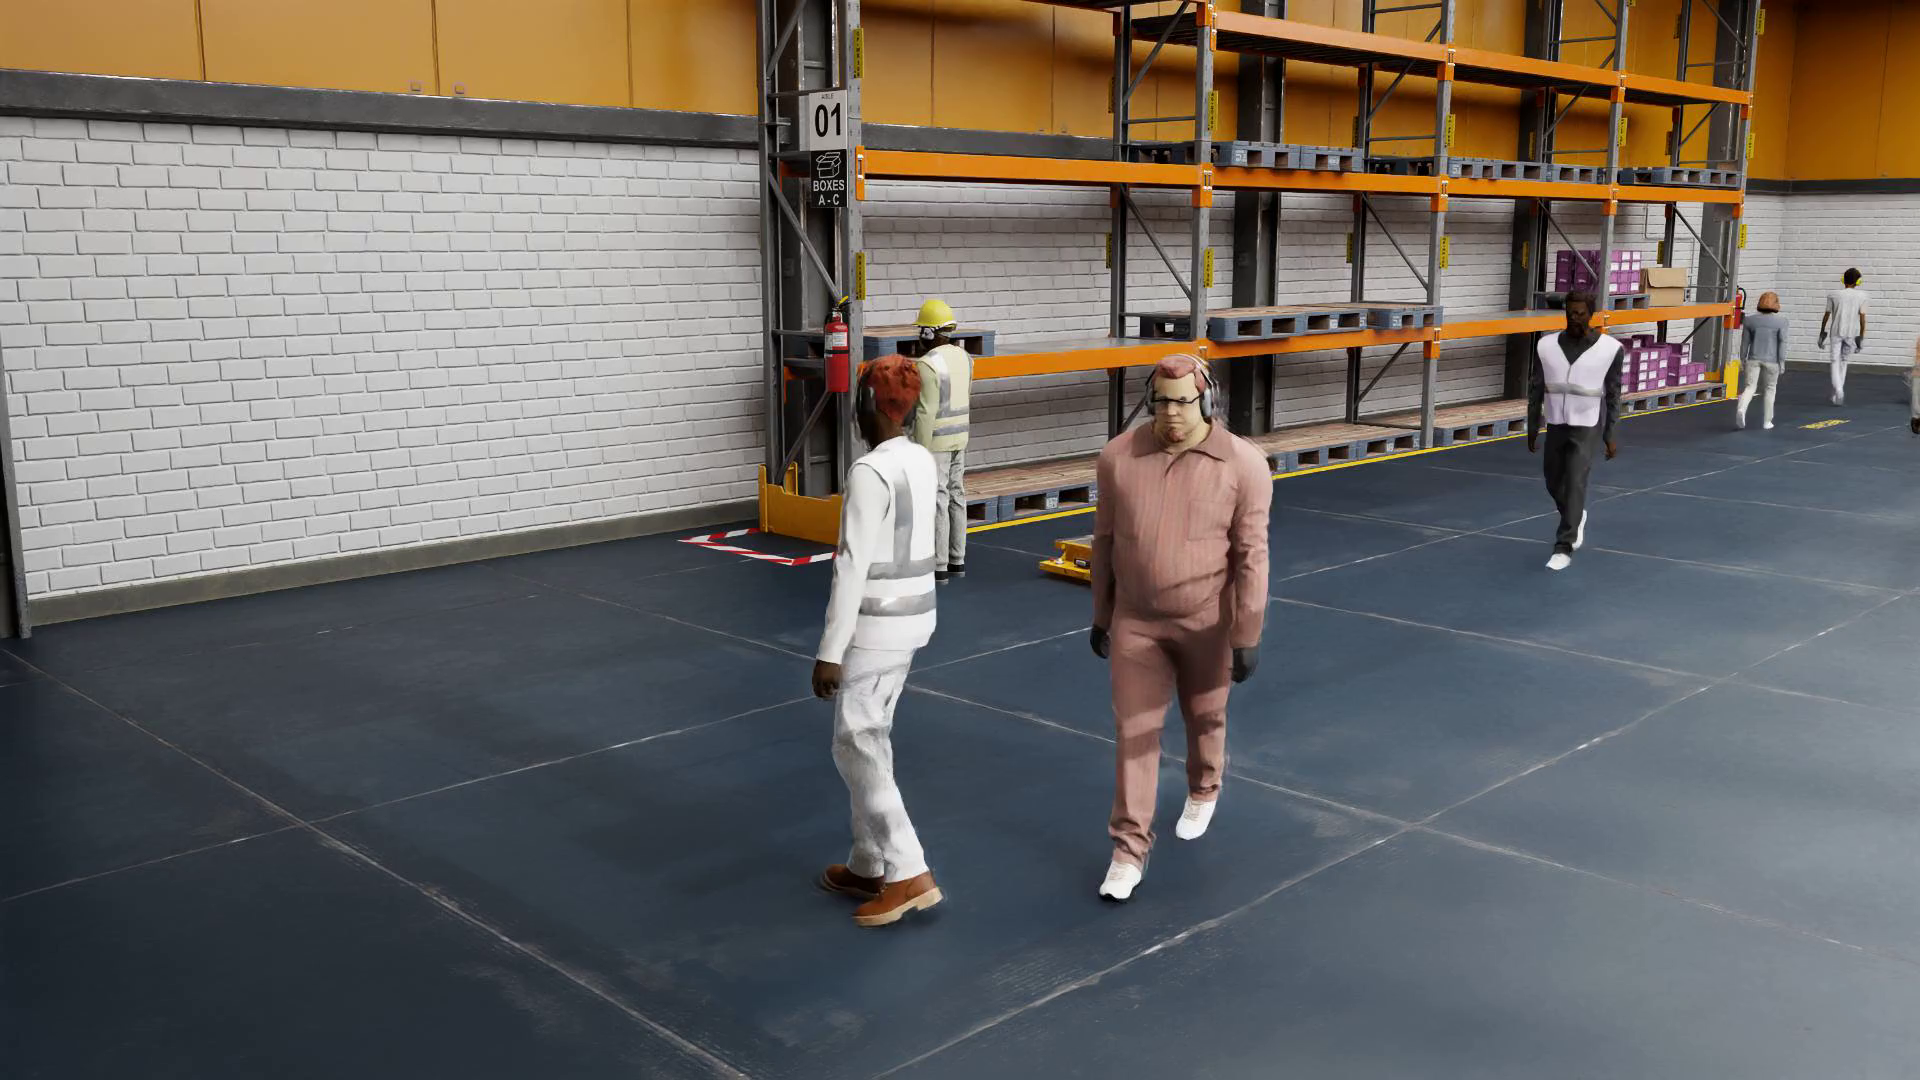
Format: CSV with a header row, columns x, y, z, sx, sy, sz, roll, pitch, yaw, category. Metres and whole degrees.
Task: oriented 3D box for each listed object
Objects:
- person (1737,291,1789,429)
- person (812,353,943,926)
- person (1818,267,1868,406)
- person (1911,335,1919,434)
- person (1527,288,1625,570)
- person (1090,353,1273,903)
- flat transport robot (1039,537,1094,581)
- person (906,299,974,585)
x,y,z,sx,sy,sz,roll,pitch,yaw,category
9.235,-2.061,19.183,0.507,1.613,0.714,9,14,40,person
-0.241,0.328,5.535,0.474,1.850,0.675,3,11,17,person
11.730,-2.700,22.091,0.531,1.829,0.915,3,11,17,person
7.463,-0.993,12.496,0.595,1.909,0.489,10,15,44,person
4.217,-0.778,11.390,0.602,1.899,0.809,8,13,39,person
0.766,0.263,5.871,0.649,1.852,1.033,3,11,18,person
1.276,0.076,11.157,1.431,0.197,0.652,-8,13,-38,flat transport robot
-0.149,-0.629,10.737,0.403,1.835,0.586,6,12,28,person
